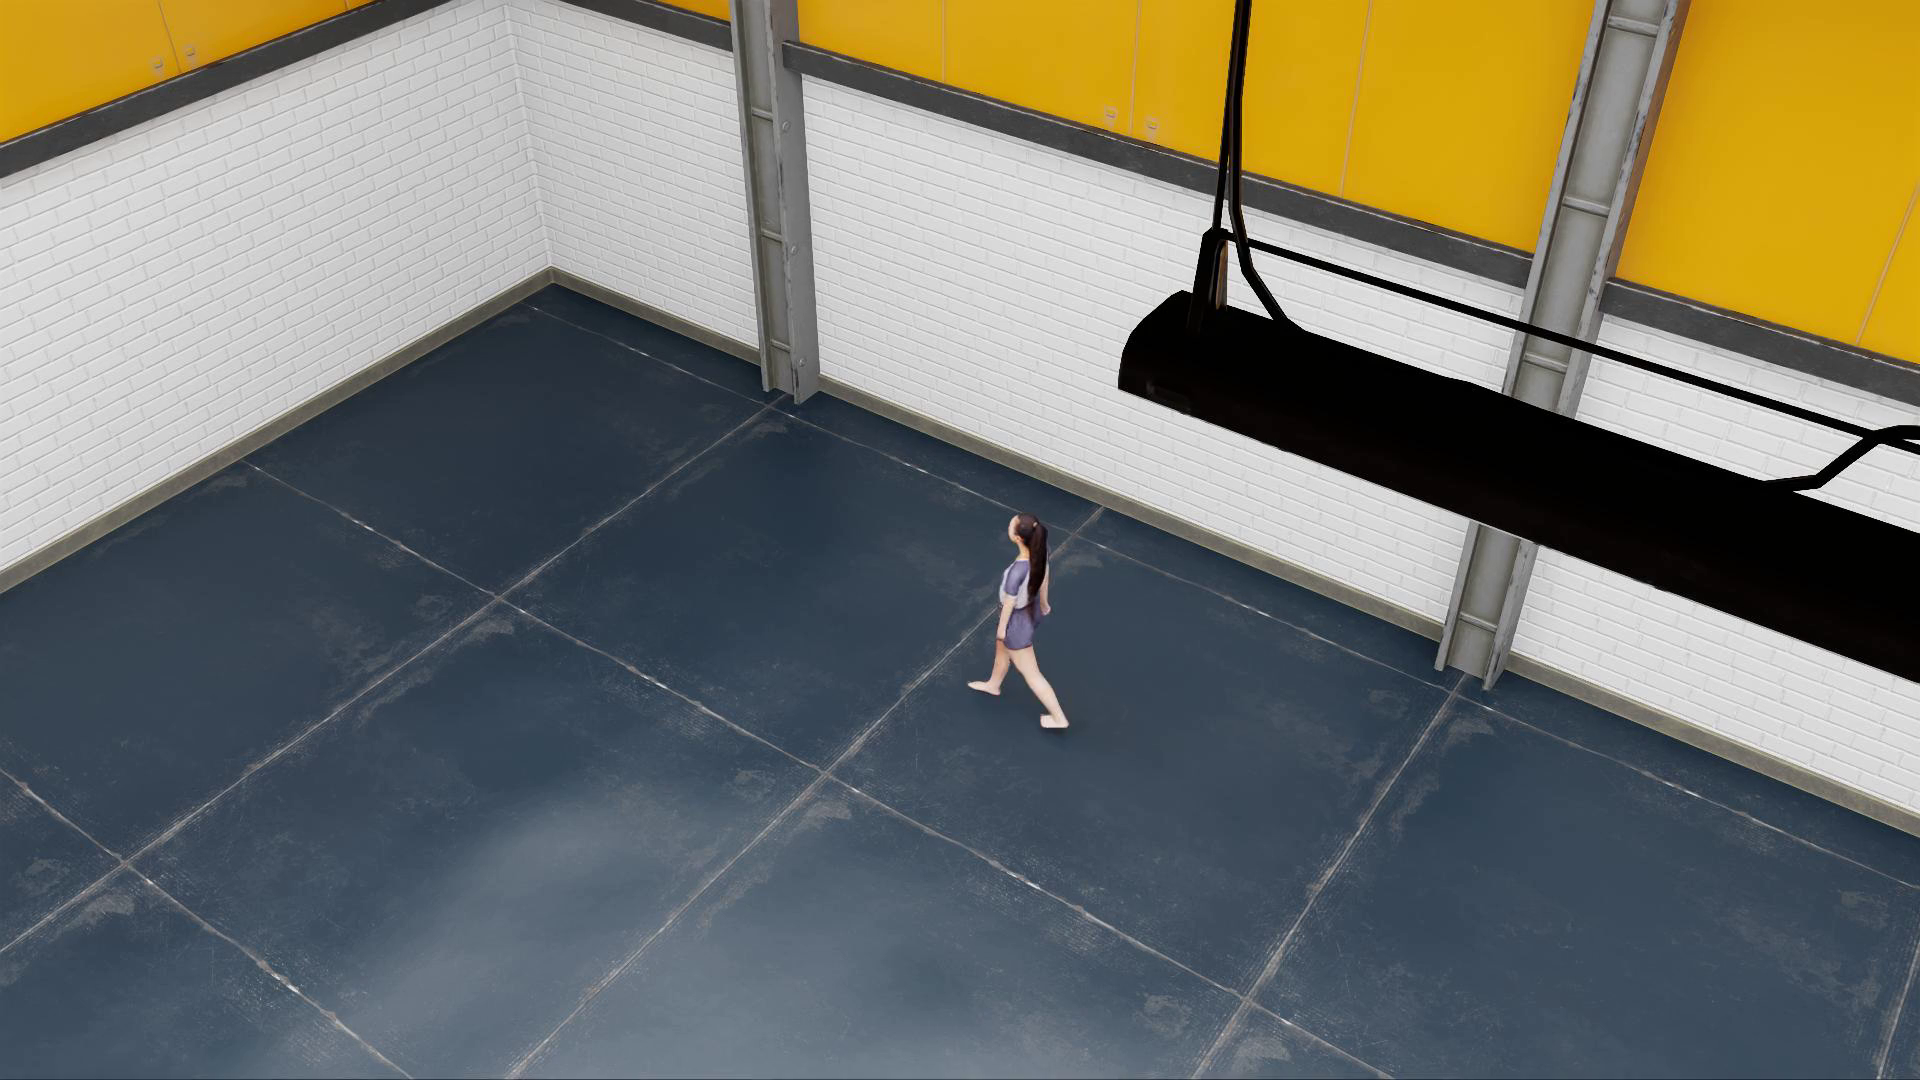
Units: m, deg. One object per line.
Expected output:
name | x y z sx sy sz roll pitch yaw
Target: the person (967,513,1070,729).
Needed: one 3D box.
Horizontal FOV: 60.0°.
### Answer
person | 0.460 0.546 10.497 1.031 1.613 0.667 19 43 23
